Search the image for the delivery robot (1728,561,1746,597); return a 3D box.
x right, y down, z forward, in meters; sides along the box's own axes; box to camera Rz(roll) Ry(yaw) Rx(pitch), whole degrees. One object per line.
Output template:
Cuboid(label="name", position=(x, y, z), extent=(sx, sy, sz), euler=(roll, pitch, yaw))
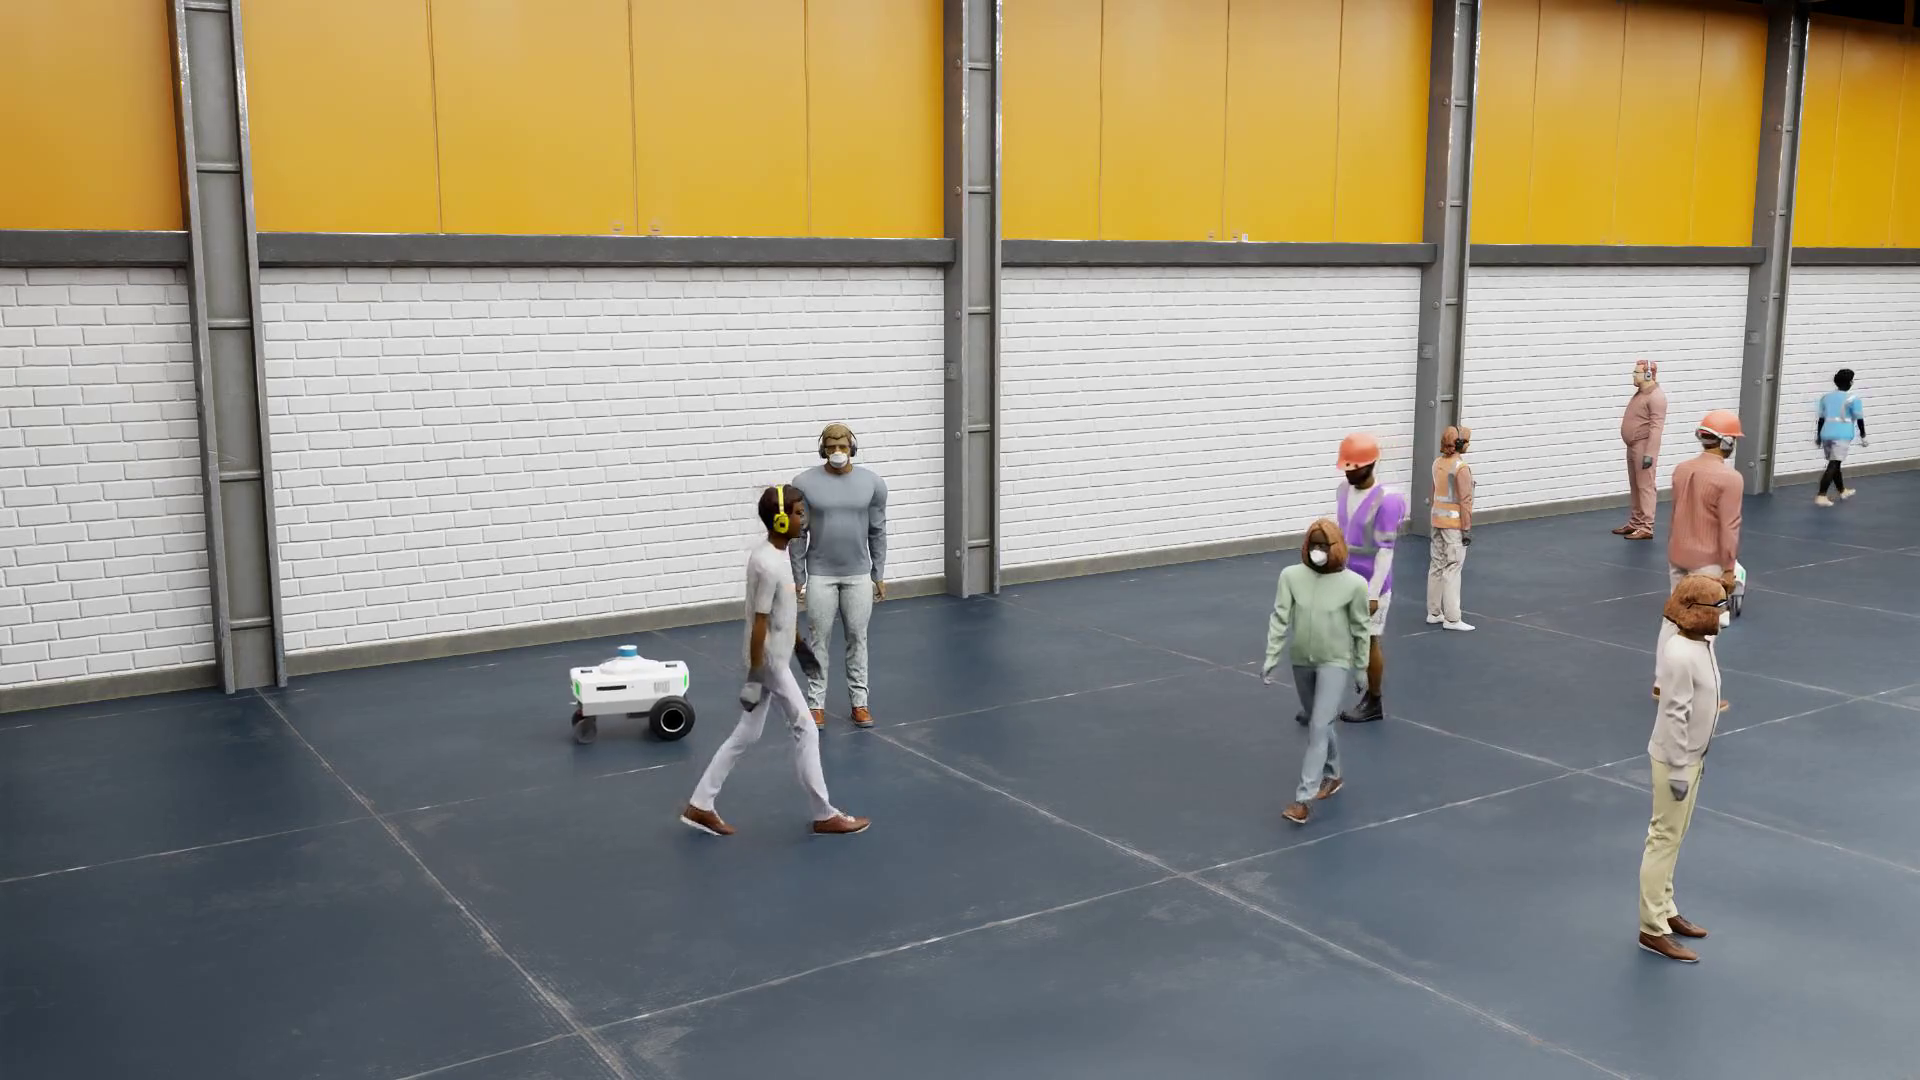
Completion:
Cuboid(label="delivery robot", position=(6.407, 0.269, 14.069), extent=(0.477, 0.478, 0.707), euler=(3, 10, 16))

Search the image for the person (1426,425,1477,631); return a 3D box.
Cuboid(label="person", position=(3.927, -0.097, 13.300), extent=(0.308, 1.640, 0.511), euler=(-2, 10, -14))

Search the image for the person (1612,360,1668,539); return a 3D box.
Cuboid(label="person", position=(7.235, -0.960, 17.695), extent=(0.407, 1.909, 0.639), euler=(1, 9, 4))

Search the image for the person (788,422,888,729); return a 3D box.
Cuboid(label="person", position=(-0.760, 0.225, 10.460), extent=(0.630, 1.940, 0.372), euler=(-2, 10, -11))

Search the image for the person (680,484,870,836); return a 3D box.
Cuboid(label="person", position=(-0.982, 0.629, 8.425), extent=(0.952, 1.826, 0.502), euler=(-2, 10, -12))

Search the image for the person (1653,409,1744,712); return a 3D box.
Cuboid(label="person", position=(4.904, 0.126, 10.958), extent=(0.435, 1.980, 0.626), euler=(-2, 10, -13))

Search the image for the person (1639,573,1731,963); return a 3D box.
Cuboid(label="person", position=(3.079, 0.941, 7.061), extent=(0.285, 1.634, 0.499), euler=(6, 11, 33))

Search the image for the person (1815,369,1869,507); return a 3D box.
Cuboid(label="person", position=(10.667, -1.232, 20.094), extent=(0.873, 1.654, 0.551), euler=(-4, 10, -21))

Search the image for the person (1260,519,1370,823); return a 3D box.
Cuboid(label="person", position=(1.890, 0.674, 8.815), extent=(0.495, 1.585, 0.872), euler=(7, 12, 37))

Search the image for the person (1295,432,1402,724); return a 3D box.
Cuboid(label="person", position=(2.441, 0.260, 10.388), extent=(0.754, 1.890, 0.610), euler=(-5, 11, -28))

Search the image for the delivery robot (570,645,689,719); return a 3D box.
Cuboid(label="delivery robot", position=(-2.046, 0.897, 10.290), extent=(0.707, 0.478, 0.477), euler=(-3, 10, -16))
